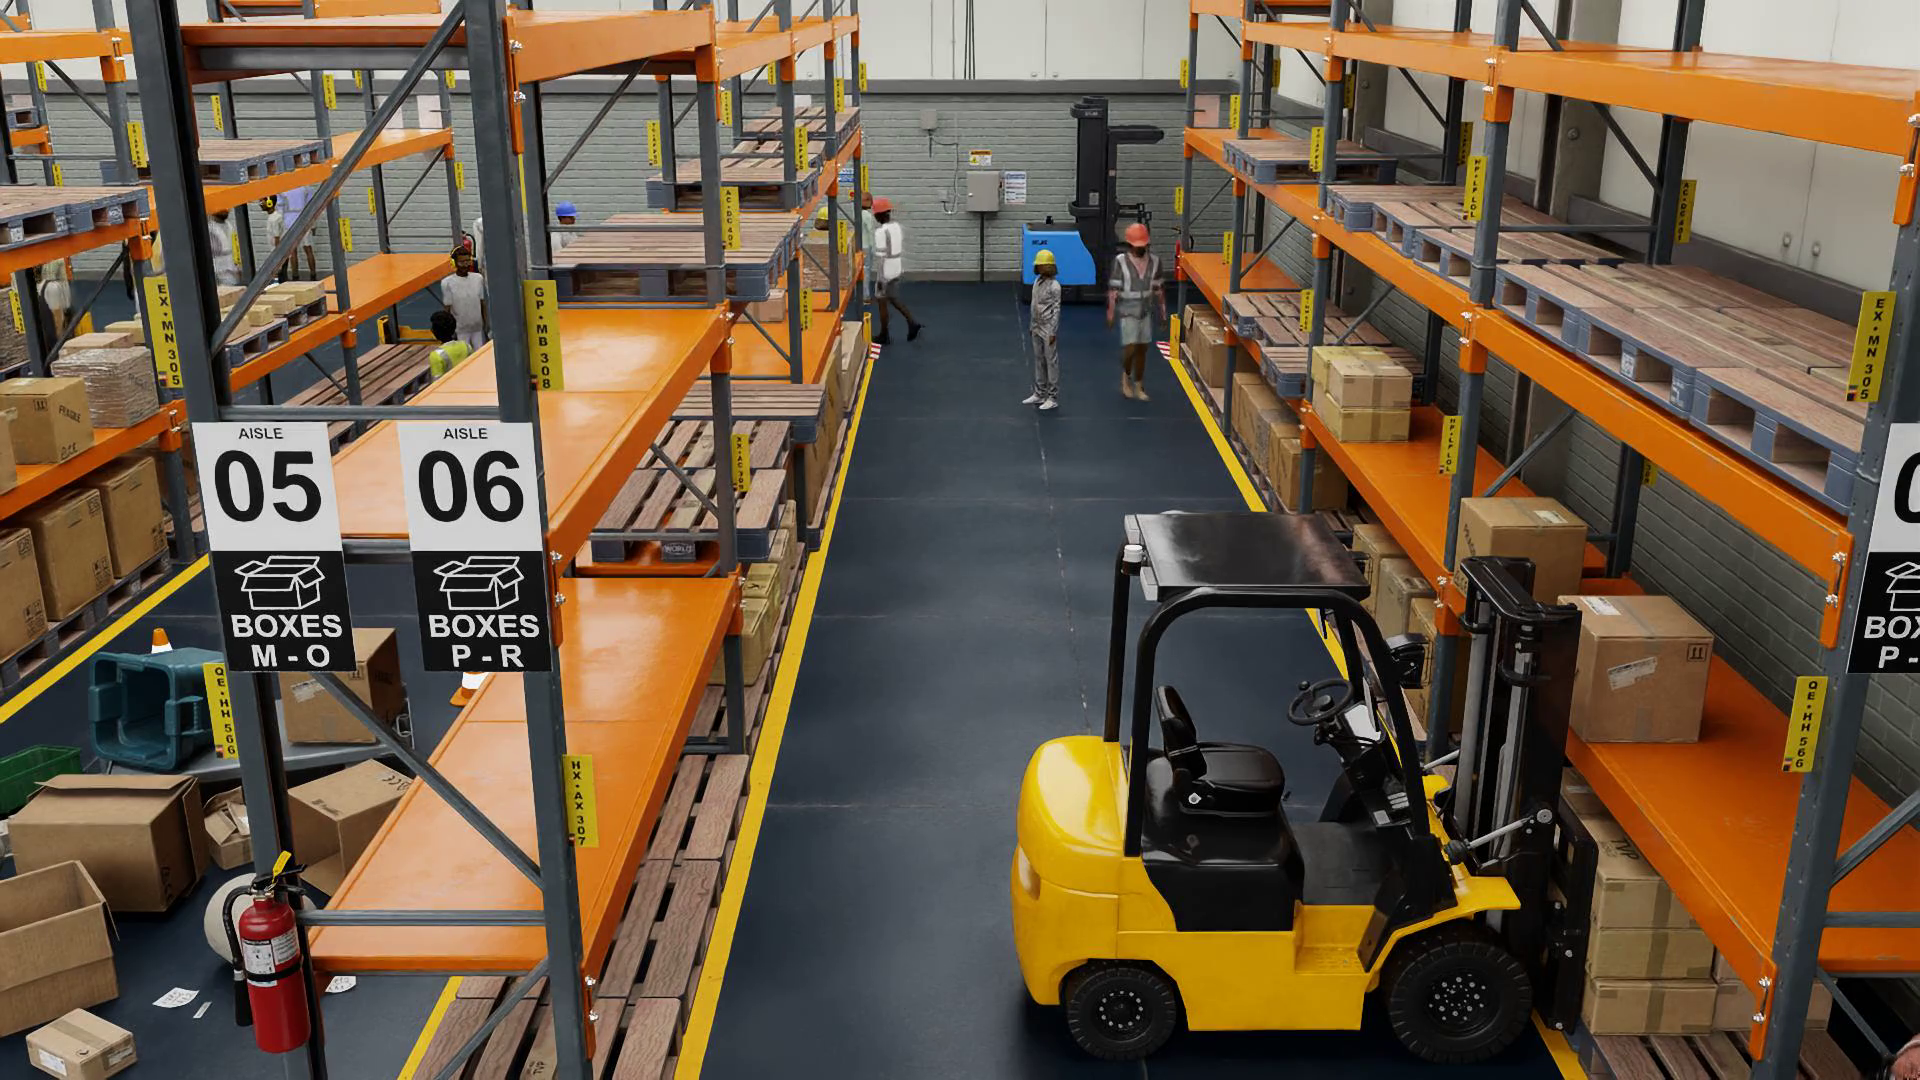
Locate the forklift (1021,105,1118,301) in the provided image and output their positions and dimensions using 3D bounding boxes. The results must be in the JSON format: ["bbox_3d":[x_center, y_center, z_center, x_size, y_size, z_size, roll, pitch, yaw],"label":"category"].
[{"bbox_3d":[1.857,-4.944,24.441,1.873,2.768,1.129,0,18,0],"label":"forklift"}]

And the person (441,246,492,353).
[{"bbox_3d":[-5.258,-2.218,17.798,0.324,1.864,0.503,16,24,40],"label":"person"}]

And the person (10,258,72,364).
[{"bbox_3d":[-10.327,-2.600,18.739,0.375,1.997,0.612,14,23,37],"label":"person"}]

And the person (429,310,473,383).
[{"bbox_3d":[-4.591,-1.243,15.118,0.320,1.695,0.534,7,20,21],"label":"person"}]

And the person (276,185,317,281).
[{"bbox_3d":[-10.290,-4.903,25.810,0.542,1.929,0.381,-12,22,-32],"label":"person"}]

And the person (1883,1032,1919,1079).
[{"bbox_3d":[2.433,2.195,4.423,0.664,1.882,0.663,-12,22,-33],"label":"person"}]

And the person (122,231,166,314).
[{"bbox_3d":[-9.975,-3.125,20.582,0.669,1.832,0.540,-5,19,-16],"label":"person"}]

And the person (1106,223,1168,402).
[{"bbox_3d":[1.979,-2.499,18.397,0.731,2.015,0.482,-7,20,-21],"label":"person"}]

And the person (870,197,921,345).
[{"bbox_3d":[-0.855,-3.448,21.419,0.637,1.919,0.574,11,21,30],"label":"person"}]

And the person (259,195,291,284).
[{"bbox_3d":[-9.291,-3.829,22.679,0.326,1.861,0.499,-7,20,-21],"label":"person"}]

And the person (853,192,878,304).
[{"bbox_3d":[-1.396,-4.288,24.414,0.272,1.631,0.506,-11,21,-31],"label":"person"}]

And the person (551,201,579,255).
[{"bbox_3d":[-4.885,-3.245,20.766,0.386,1.948,0.601,2,18,6],"label":"person"}]

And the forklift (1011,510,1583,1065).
[{"bbox_3d":[1.387,1.055,7.378,2.313,2.155,1.214,0,18,0],"label":"forklift"}]

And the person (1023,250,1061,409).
[{"bbox_3d":[0.918,-2.316,18.277,0.294,1.744,0.486,-11,21,-30],"label":"person"}]
